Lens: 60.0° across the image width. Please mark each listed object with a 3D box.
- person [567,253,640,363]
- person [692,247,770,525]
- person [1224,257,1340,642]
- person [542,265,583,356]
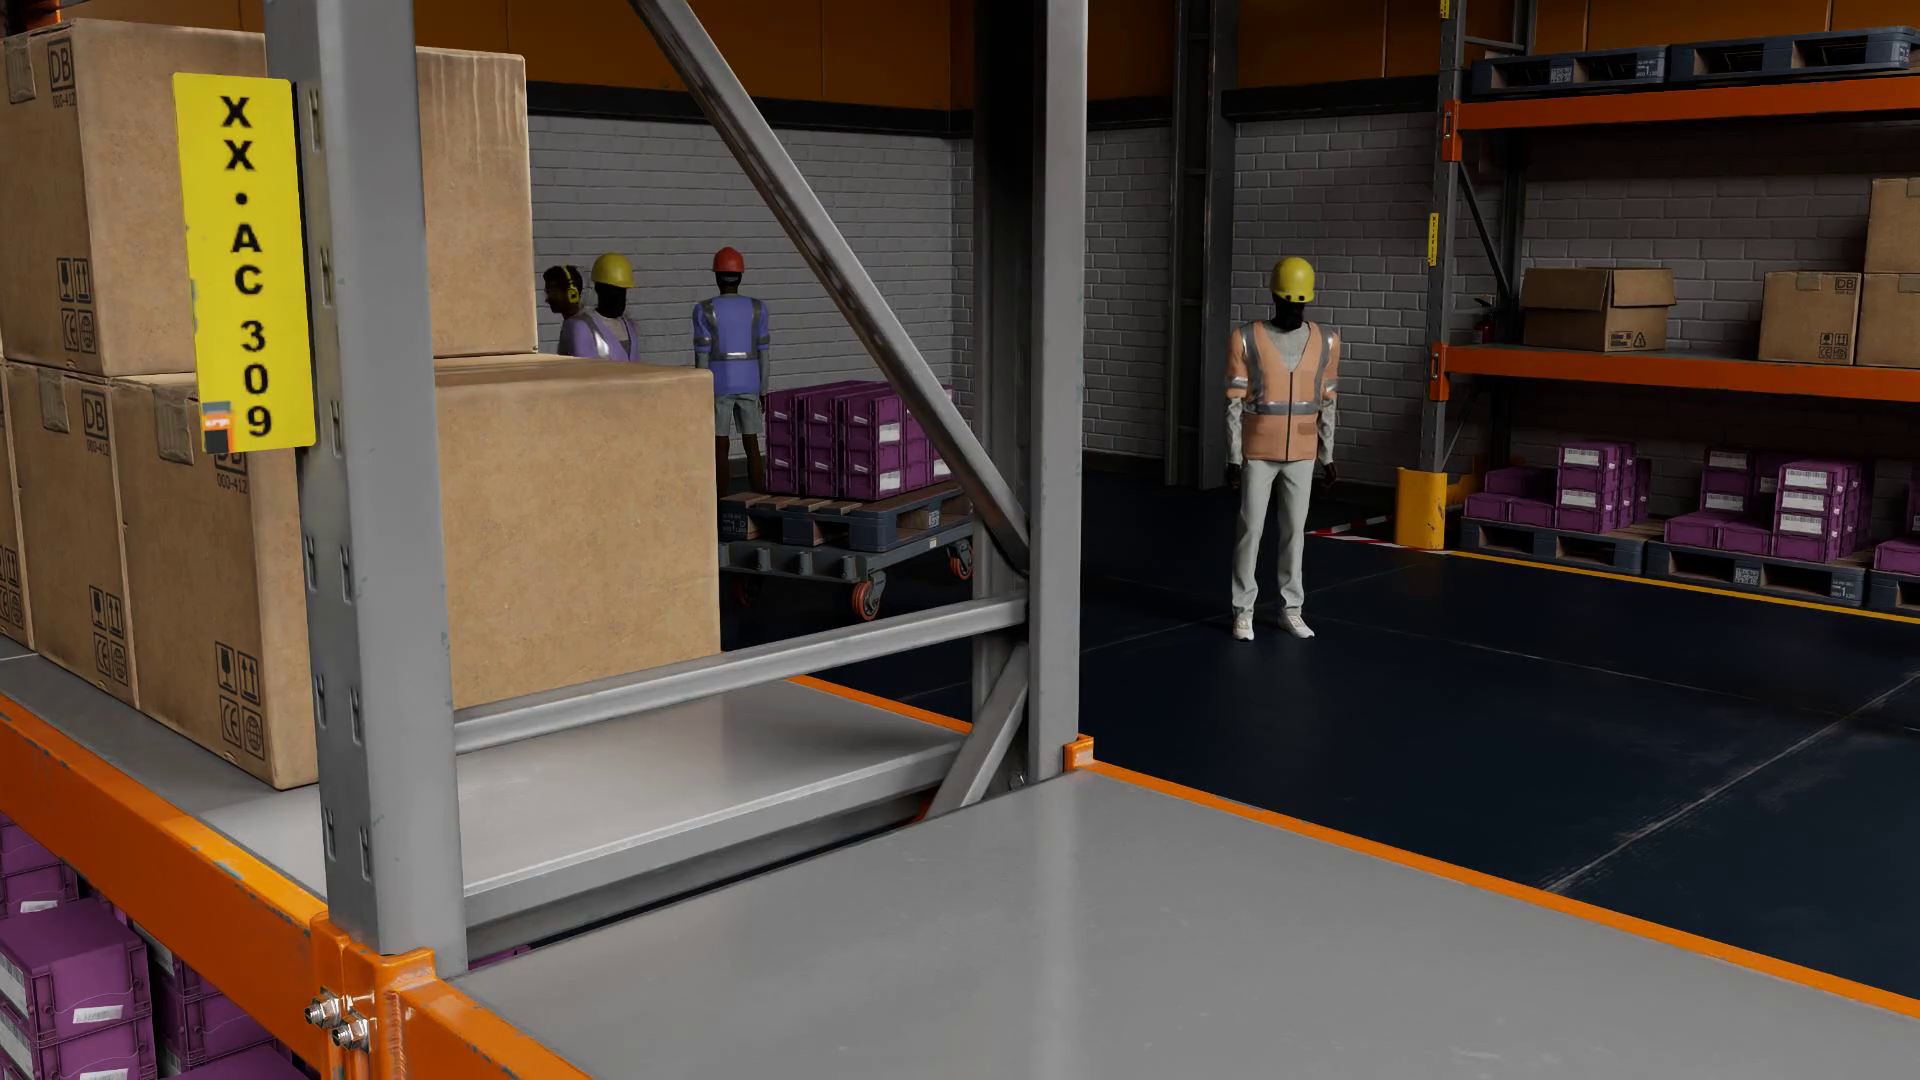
[{"bbox_3d":[-1.963,-0.649,9.398,0.381,1.923,0.591,4,11,19],"label":"person"},{"bbox_3d":[-1.599,-1.067,11.645,0.544,1.939,0.354,-4,11,-22],"label":"person"},{"bbox_3d":[1.606,-0.445,8.308,0.586,1.917,0.391,-1,10,-7],"label":"person"},{"bbox_3d":[-2.214,-0.717,9.966,0.599,1.852,0.550,-4,11,-23],"label":"person"}]
